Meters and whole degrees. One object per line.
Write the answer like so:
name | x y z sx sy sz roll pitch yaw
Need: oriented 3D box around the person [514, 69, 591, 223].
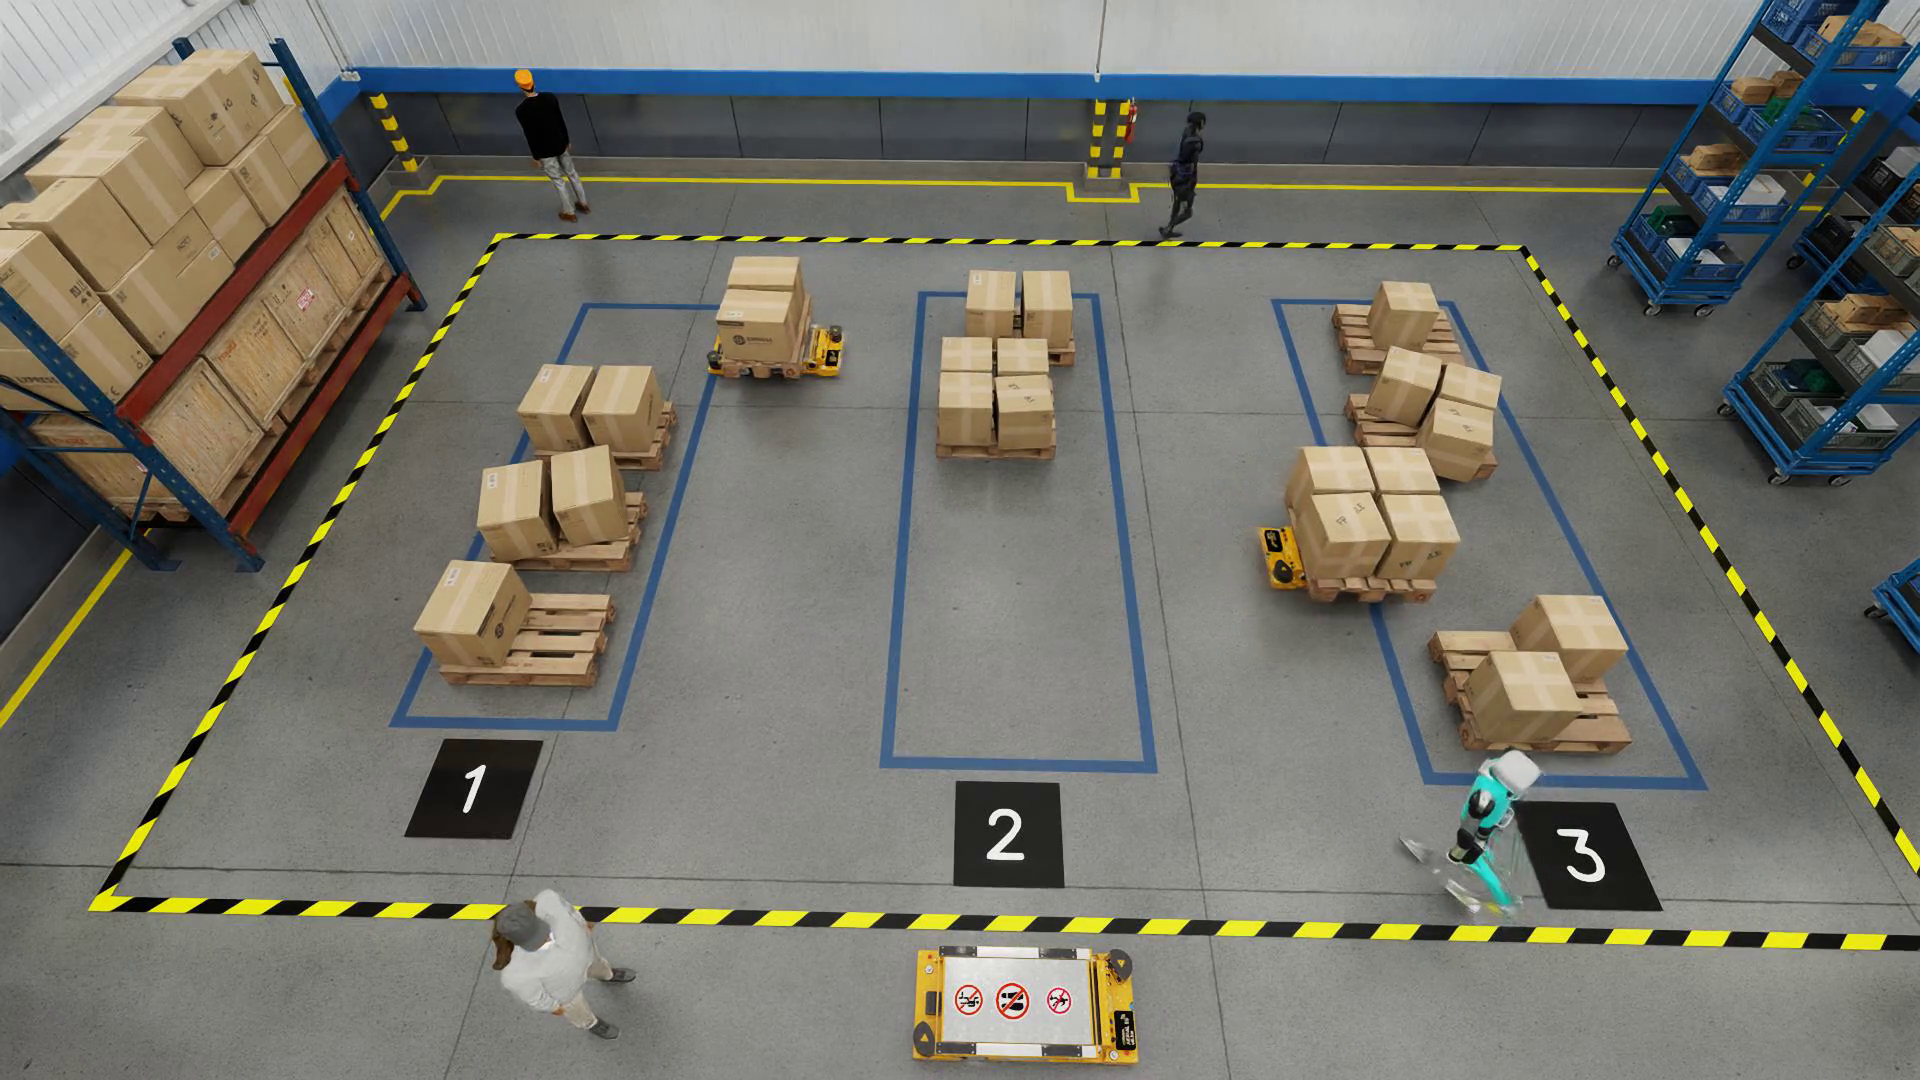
person | -5.110 -4.889 11.432 0.392 1.879 0.586 27 56 21

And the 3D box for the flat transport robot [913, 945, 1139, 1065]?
flat transport robot | 0.422 3.041 6.007 1.431 0.231 0.659 1 51 1

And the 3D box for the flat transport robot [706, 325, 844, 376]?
flat transport robot | -2.046 -2.125 10.200 1.431 0.197 0.652 1 51 1

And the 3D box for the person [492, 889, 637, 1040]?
person | -2.367 2.525 5.459 0.395 1.767 0.574 5 51 4

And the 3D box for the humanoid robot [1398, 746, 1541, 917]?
humanoid robot | 3.454 1.996 5.902 0.552 1.743 0.893 -36 59 -26

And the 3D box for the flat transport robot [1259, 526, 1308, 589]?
flat transport robot | 3.526 0.136 8.357 1.431 0.197 0.652 1 51 1

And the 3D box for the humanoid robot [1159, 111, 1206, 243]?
humanoid robot | 2.693 -4.413 11.174 0.416 1.650 0.585 -8 51 -6
